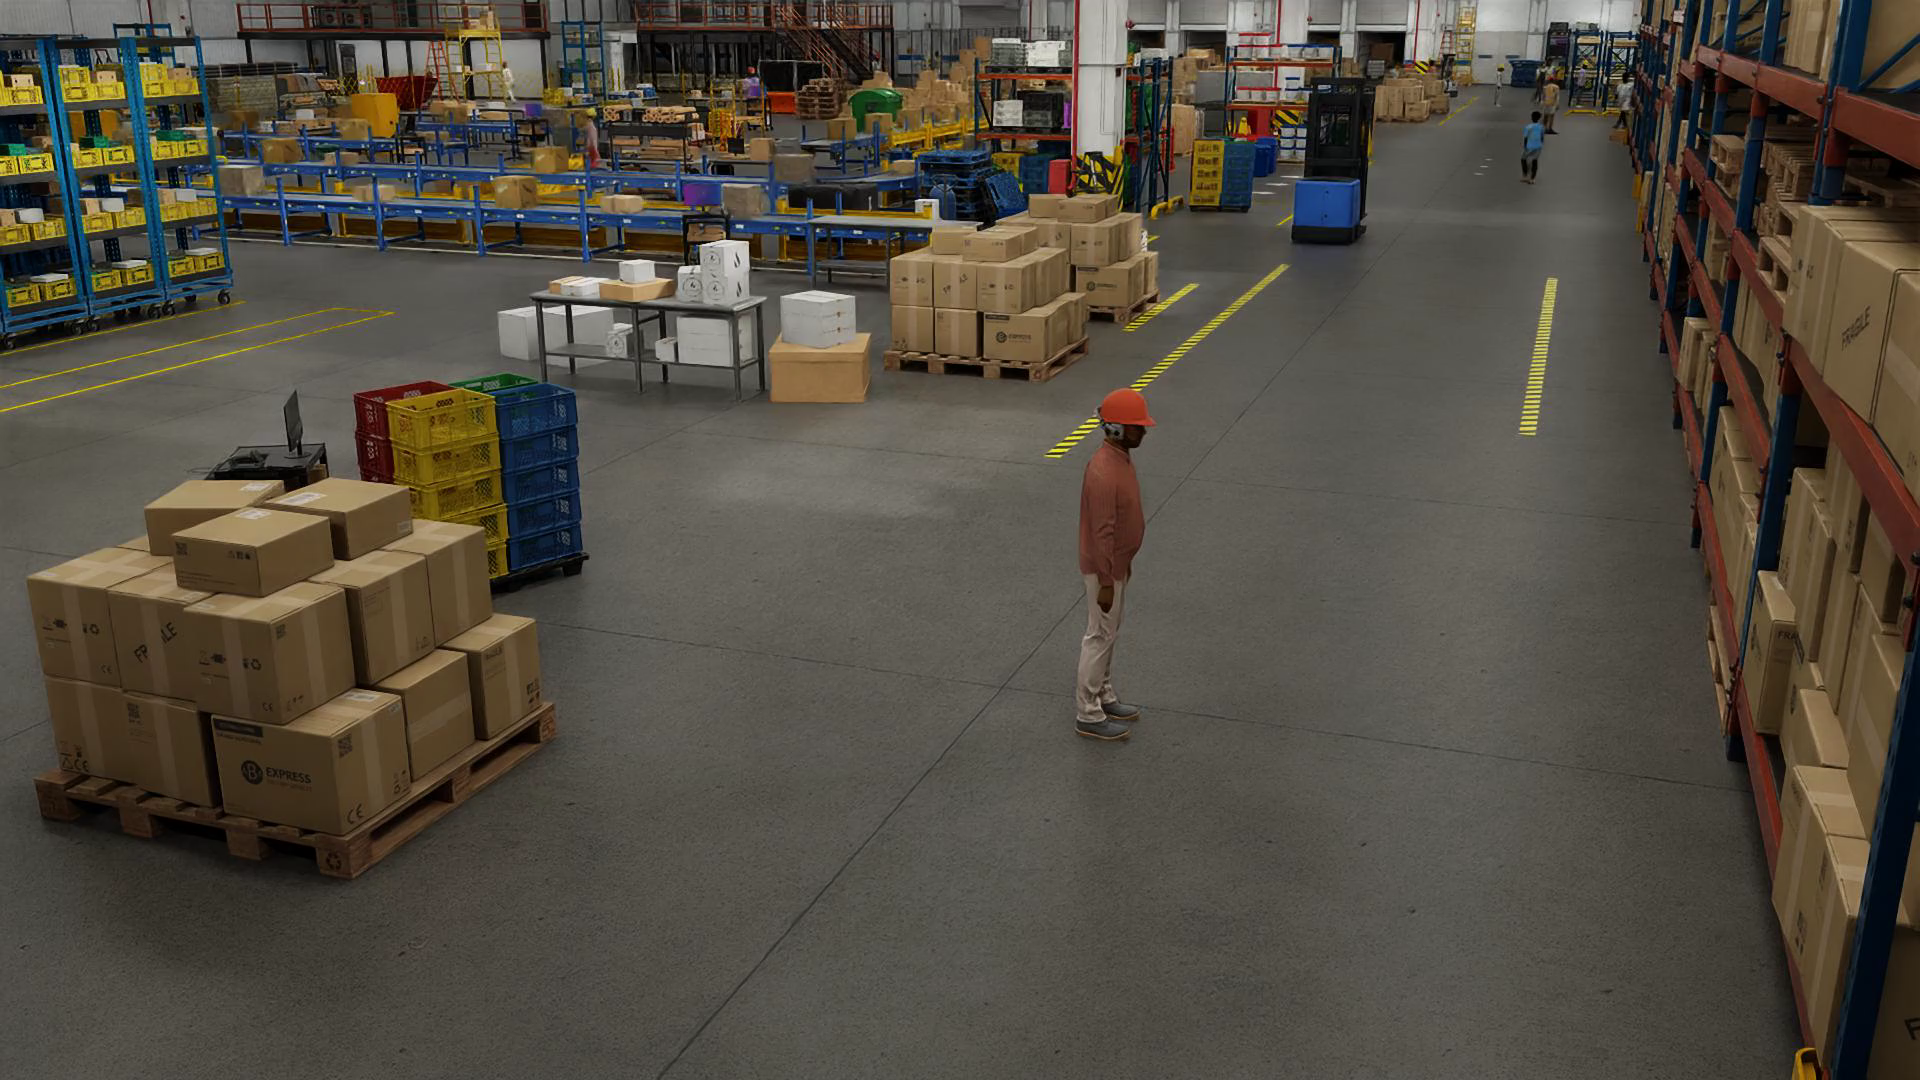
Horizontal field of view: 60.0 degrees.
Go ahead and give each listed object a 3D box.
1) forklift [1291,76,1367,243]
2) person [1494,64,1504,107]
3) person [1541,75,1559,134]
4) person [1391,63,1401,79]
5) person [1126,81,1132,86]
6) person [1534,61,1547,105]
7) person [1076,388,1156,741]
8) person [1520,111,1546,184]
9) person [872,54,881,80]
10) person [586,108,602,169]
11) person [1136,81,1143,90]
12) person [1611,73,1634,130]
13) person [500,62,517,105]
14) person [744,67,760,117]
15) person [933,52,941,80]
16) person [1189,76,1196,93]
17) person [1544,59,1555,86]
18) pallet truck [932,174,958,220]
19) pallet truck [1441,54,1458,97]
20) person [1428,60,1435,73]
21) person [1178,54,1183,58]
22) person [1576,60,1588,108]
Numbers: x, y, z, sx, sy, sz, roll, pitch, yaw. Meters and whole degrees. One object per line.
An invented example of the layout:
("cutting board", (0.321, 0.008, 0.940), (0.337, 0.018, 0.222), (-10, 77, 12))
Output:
("forklift", (6.598, -6.755, 29.381), (1.129, 2.768, 1.873), (6, 19, 19))
("person", (22.923, -19.303, 70.655), (0.294, 1.744, 0.487), (8, 19, 23))
("person", (19.511, -14.368, 54.912), (0.694, 1.898, 0.388), (15, 23, 38))
("person", (18.523, -19.328, 70.621), (0.967, 1.813, 0.496), (14, 22, 37))
("person", (6.075, -16.122, 60.253), (0.391, 1.990, 0.621), (-2, 18, -5))
("person", (25.180, -19.813, 72.115), (0.543, 1.829, 0.428), (-5, 18, -14))
("person", (0.854, 0.134, 9.198), (0.405, 1.987, 0.608), (4, 18, 12))
("person", (13.420, -9.210, 39.035), (0.546, 1.671, 0.569), (-2, 18, -7))
("person", (-4.010, -22.571, 80.615), (0.376, 1.933, 0.544), (15, 23, 39))
("person", (-8.579, -9.198, 38.887), (0.401, 1.755, 0.530), (-3, 18, -8))
("person", (8.807, -22.986, 81.936), (0.387, 1.932, 0.623), (-14, 23, -38))
("person", (22.487, -14.871, 56.457), (1.022, 1.908, 0.627), (-12, 21, -34))
("person", (-19.600, -19.721, 71.844), (1.025, 1.828, 0.595), (6, 19, 18))
("person", (-7.376, -15.797, 59.179), (0.633, 2.023, 0.425), (-12, 21, -33))
("person", (-1.269, -25.583, 90.234), (0.621, 1.840, 0.430), (-14, 22, -37))
("person", (8.116, -15.051, 57.178), (0.545, 1.808, 0.620), (7, 19, 20))
("person", (25.961, -20.194, 73.259), (0.361, 1.907, 0.627), (-8, 19, -23))
("pallet truck", (-0.507, -5.292, 27.348), (0.653, 1.274, 1.630), (6, 19, 19))
("pallet truck", (22.765, -21.886, 78.355), (0.823, 1.965, 1.885), (-4, 18, -14))
("person", (22.586, -22.190, 79.832), (0.416, 1.663, 0.584), (1, 18, 3))
("person", (11.167, -23.686, 84.274), (0.429, 1.839, 0.623), (9, 20, 27))
("person", (26.194, -19.194, 70.015), (0.384, 1.924, 0.589), (10, 20, 28))
